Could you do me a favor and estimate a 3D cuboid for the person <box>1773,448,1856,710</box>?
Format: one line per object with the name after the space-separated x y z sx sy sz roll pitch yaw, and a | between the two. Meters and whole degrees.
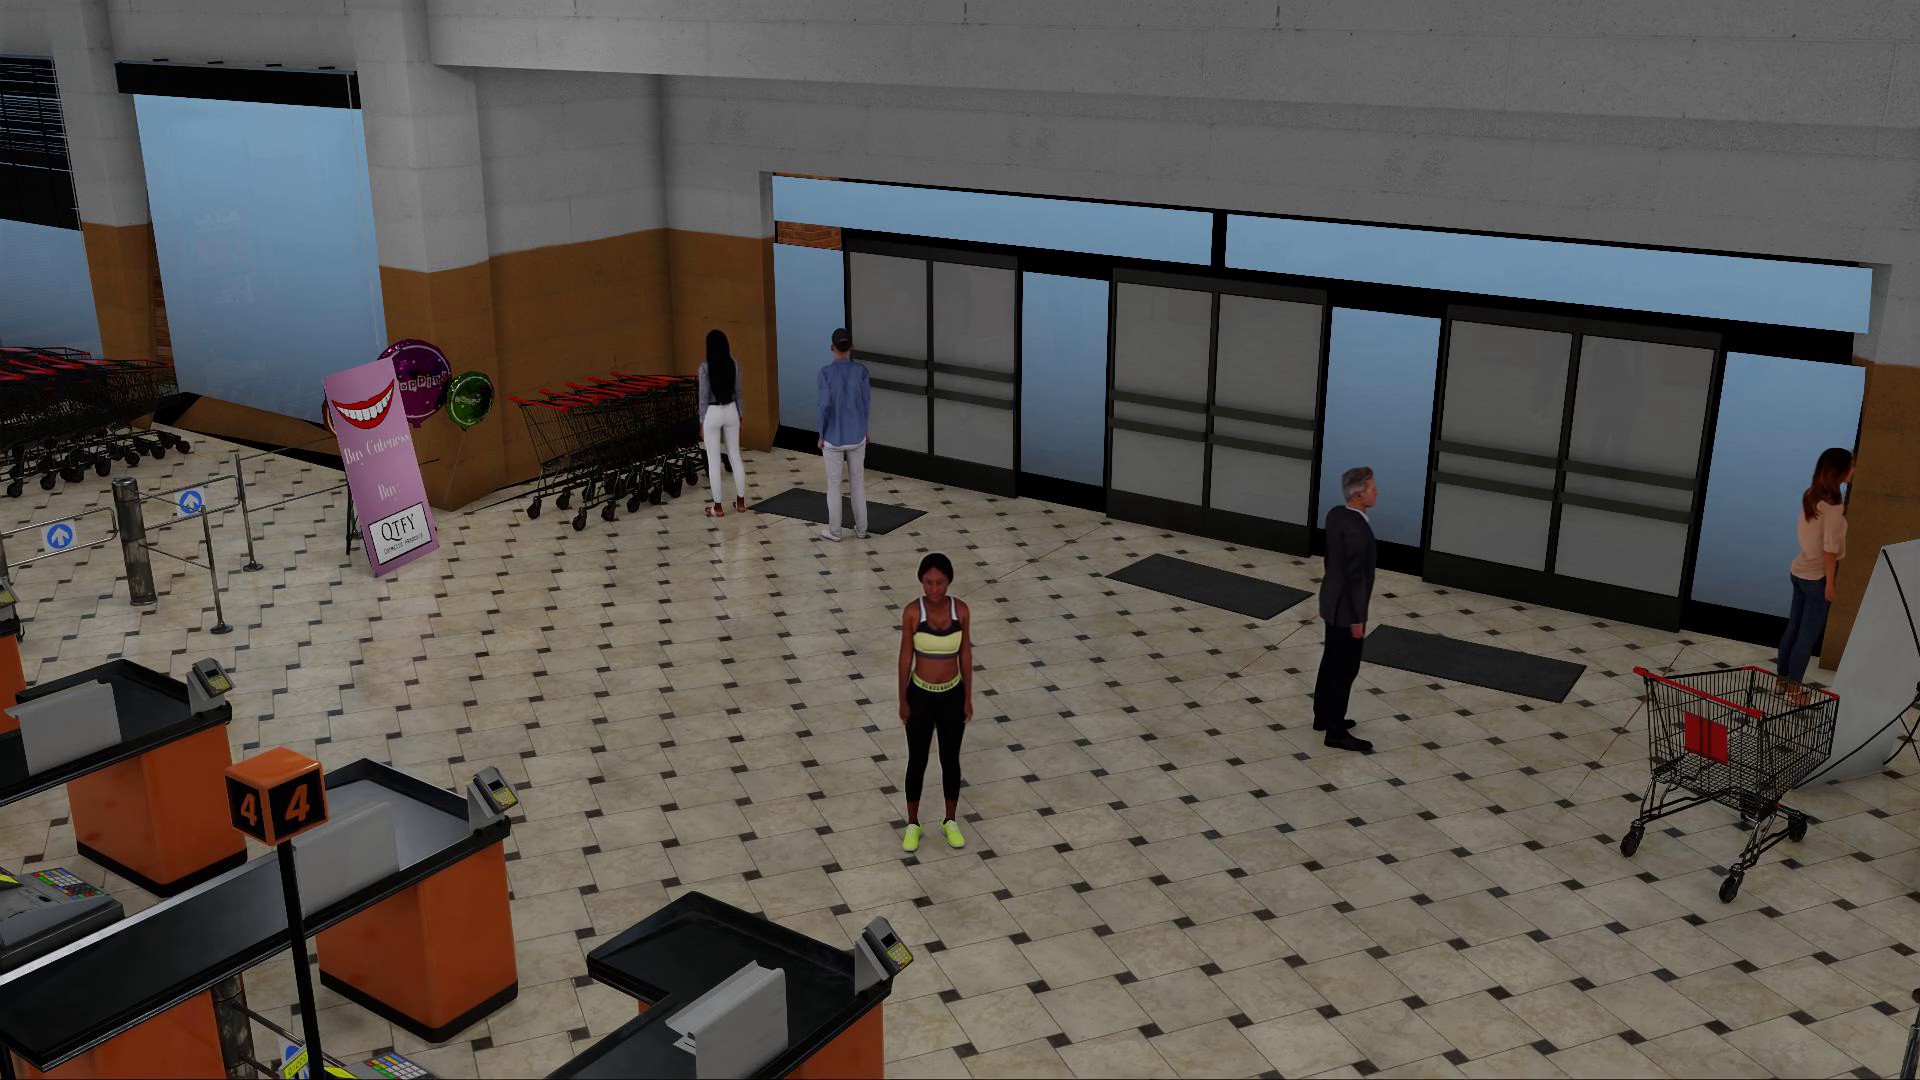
5.732 0.242 11.175 0.726 1.792 0.616 2 19 5 | person

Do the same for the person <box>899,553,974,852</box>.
-0.136 0.895 9.298 0.639 1.753 0.693 -3 19 -8 | person

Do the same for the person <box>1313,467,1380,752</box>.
2.472 0.409 10.603 0.863 1.840 0.764 -1 19 -3 | person

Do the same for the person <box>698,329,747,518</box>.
-2.188 -1.078 15.197 0.569 1.724 0.723 -12 22 -31 | person

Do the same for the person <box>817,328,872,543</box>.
-1.013 -0.916 14.457 0.685 1.888 0.804 -8 20 -23 | person
